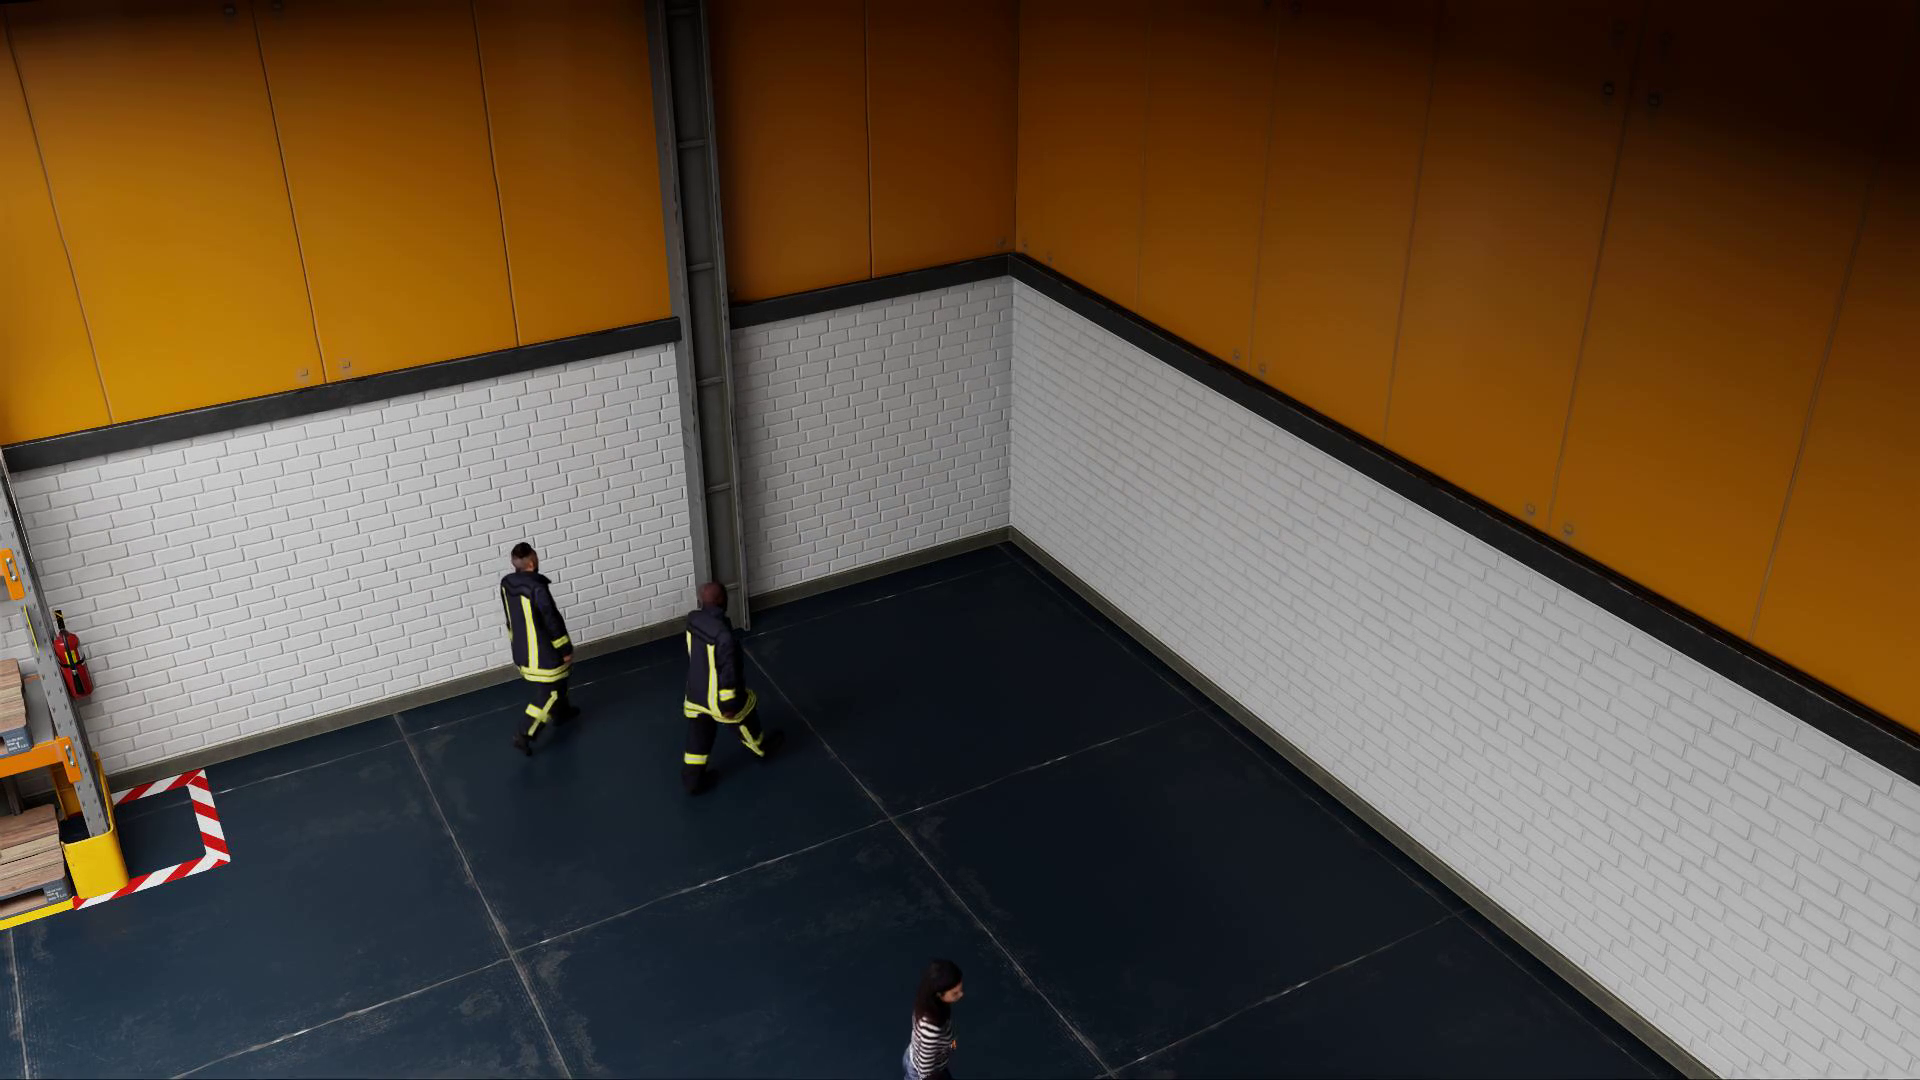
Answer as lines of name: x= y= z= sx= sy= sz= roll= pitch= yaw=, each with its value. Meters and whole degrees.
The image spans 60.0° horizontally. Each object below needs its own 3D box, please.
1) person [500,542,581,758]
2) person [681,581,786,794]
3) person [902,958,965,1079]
person: x=-3.427 y=0.869 z=13.368 sx=0.944 sy=1.831 sz=1.151 roll=22 pitch=36 yaw=35
person: x=-1.952 y=1.165 z=12.884 sx=0.964 sy=1.775 sz=1.275 roll=25 pitch=38 yaw=38
person: x=-0.260 y=3.066 z=9.423 sx=1.095 sy=1.752 sz=0.943 roll=-6 pitch=29 yaw=-11
